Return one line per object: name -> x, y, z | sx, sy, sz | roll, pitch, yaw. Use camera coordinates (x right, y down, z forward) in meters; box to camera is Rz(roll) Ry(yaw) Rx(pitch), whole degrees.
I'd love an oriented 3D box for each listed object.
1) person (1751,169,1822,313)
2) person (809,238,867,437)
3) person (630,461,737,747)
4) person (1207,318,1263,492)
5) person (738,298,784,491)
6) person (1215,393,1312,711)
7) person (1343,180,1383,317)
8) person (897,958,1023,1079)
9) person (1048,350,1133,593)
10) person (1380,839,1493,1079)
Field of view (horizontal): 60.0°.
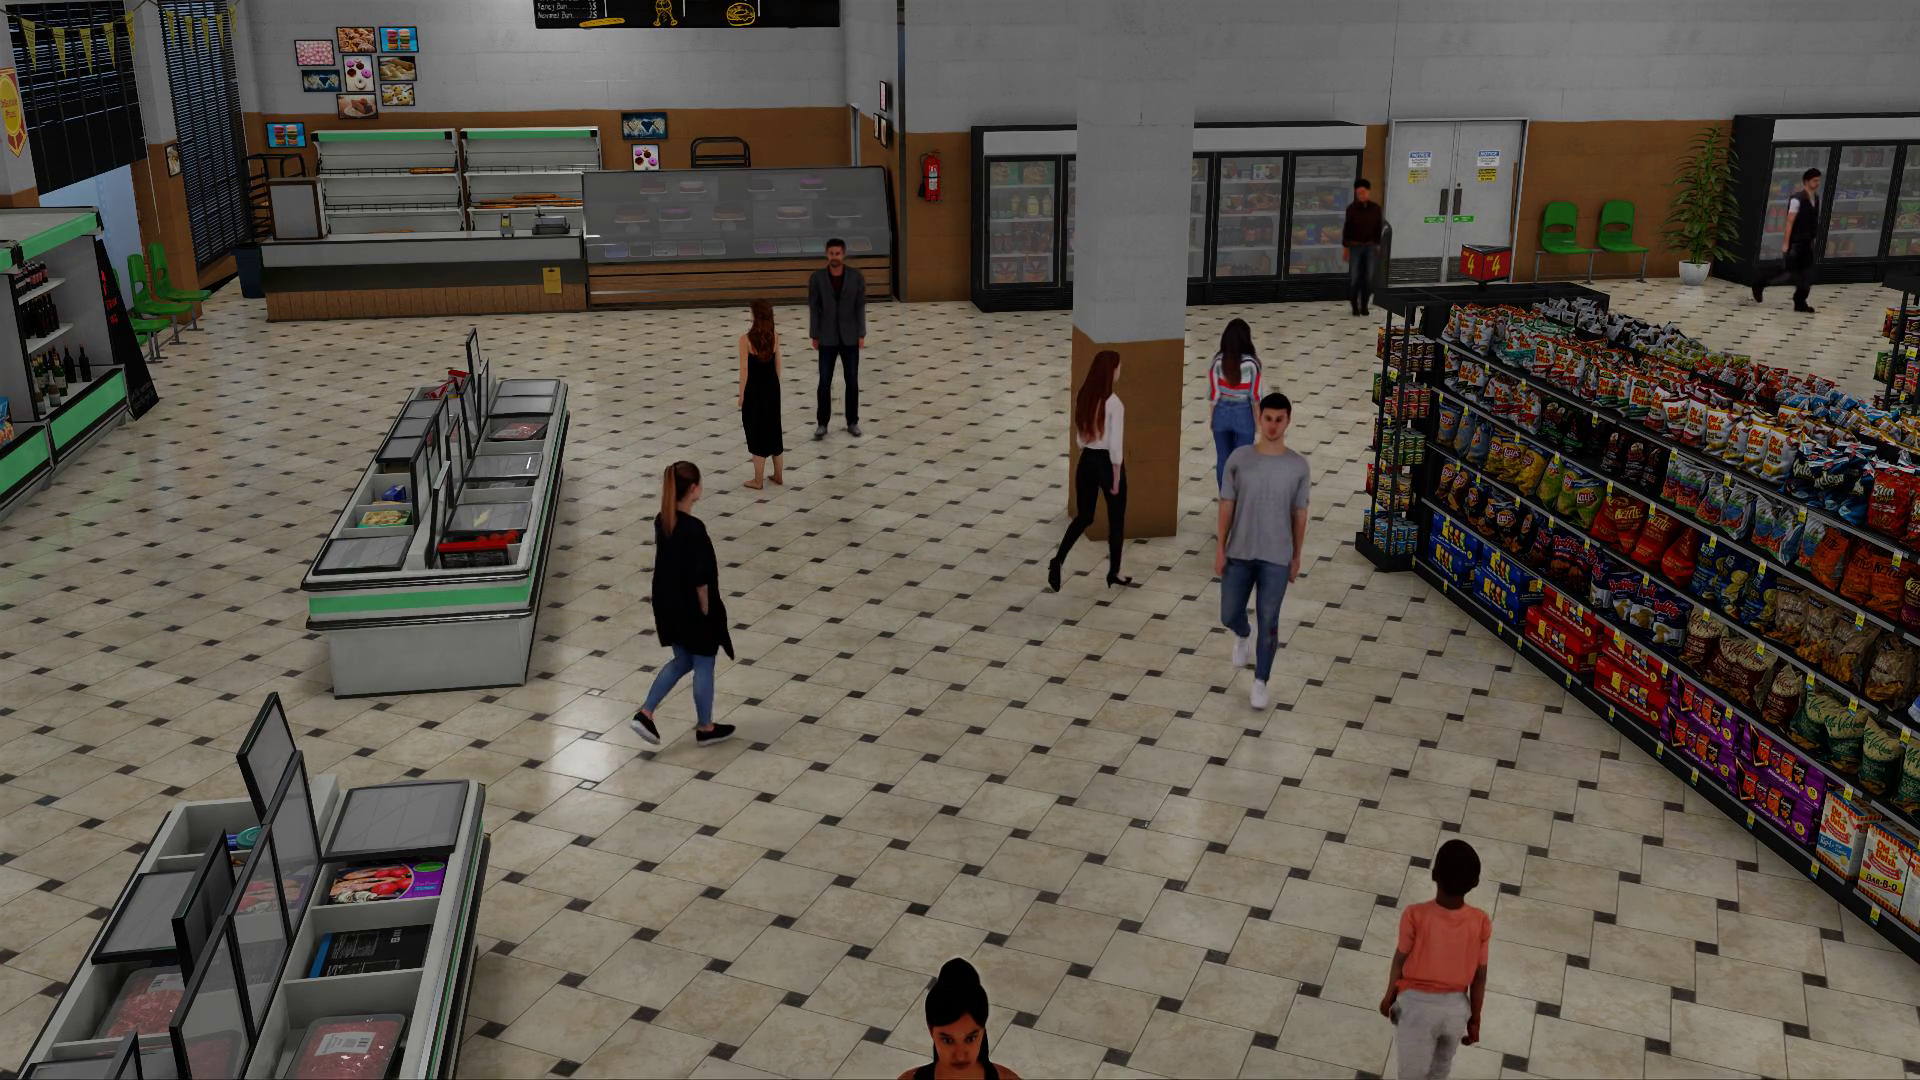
person -> 10.752, -3.869, 21.515 | 0.929, 1.819, 1.161 | -11, 22, -30
person -> -1.142, -1.898, 15.590 | 0.691, 1.871, 0.581 | -2, 19, -6
person -> -1.570, 0.398, 9.090 | 0.934, 1.673, 0.937 | -15, 24, -37
person -> 2.152, -0.936, 13.161 | 0.841, 1.599, 0.989 | 6, 19, 17
person -> -1.670, -1.238, 14.016 | 0.672, 1.625, 0.714 | -16, 24, -39
person -> 1.777, 0.040, 9.838 | 0.871, 1.872, 1.007 | 4, 19, 11
person -> 5.110, -3.694, 21.135 | 0.753, 1.731, 0.794 | -1, 19, -4
person -> -0.009, 1.923, 4.585 | 0.598, 1.662, 0.520 | -5, 19, -14
person -> 0.897, -0.425, 11.430 | 1.031, 1.737, 1.054 | -17, 25, -41
person -> 1.676, 1.682, 5.866 | 0.597, 1.300, 0.923 | 0, 19, 1
